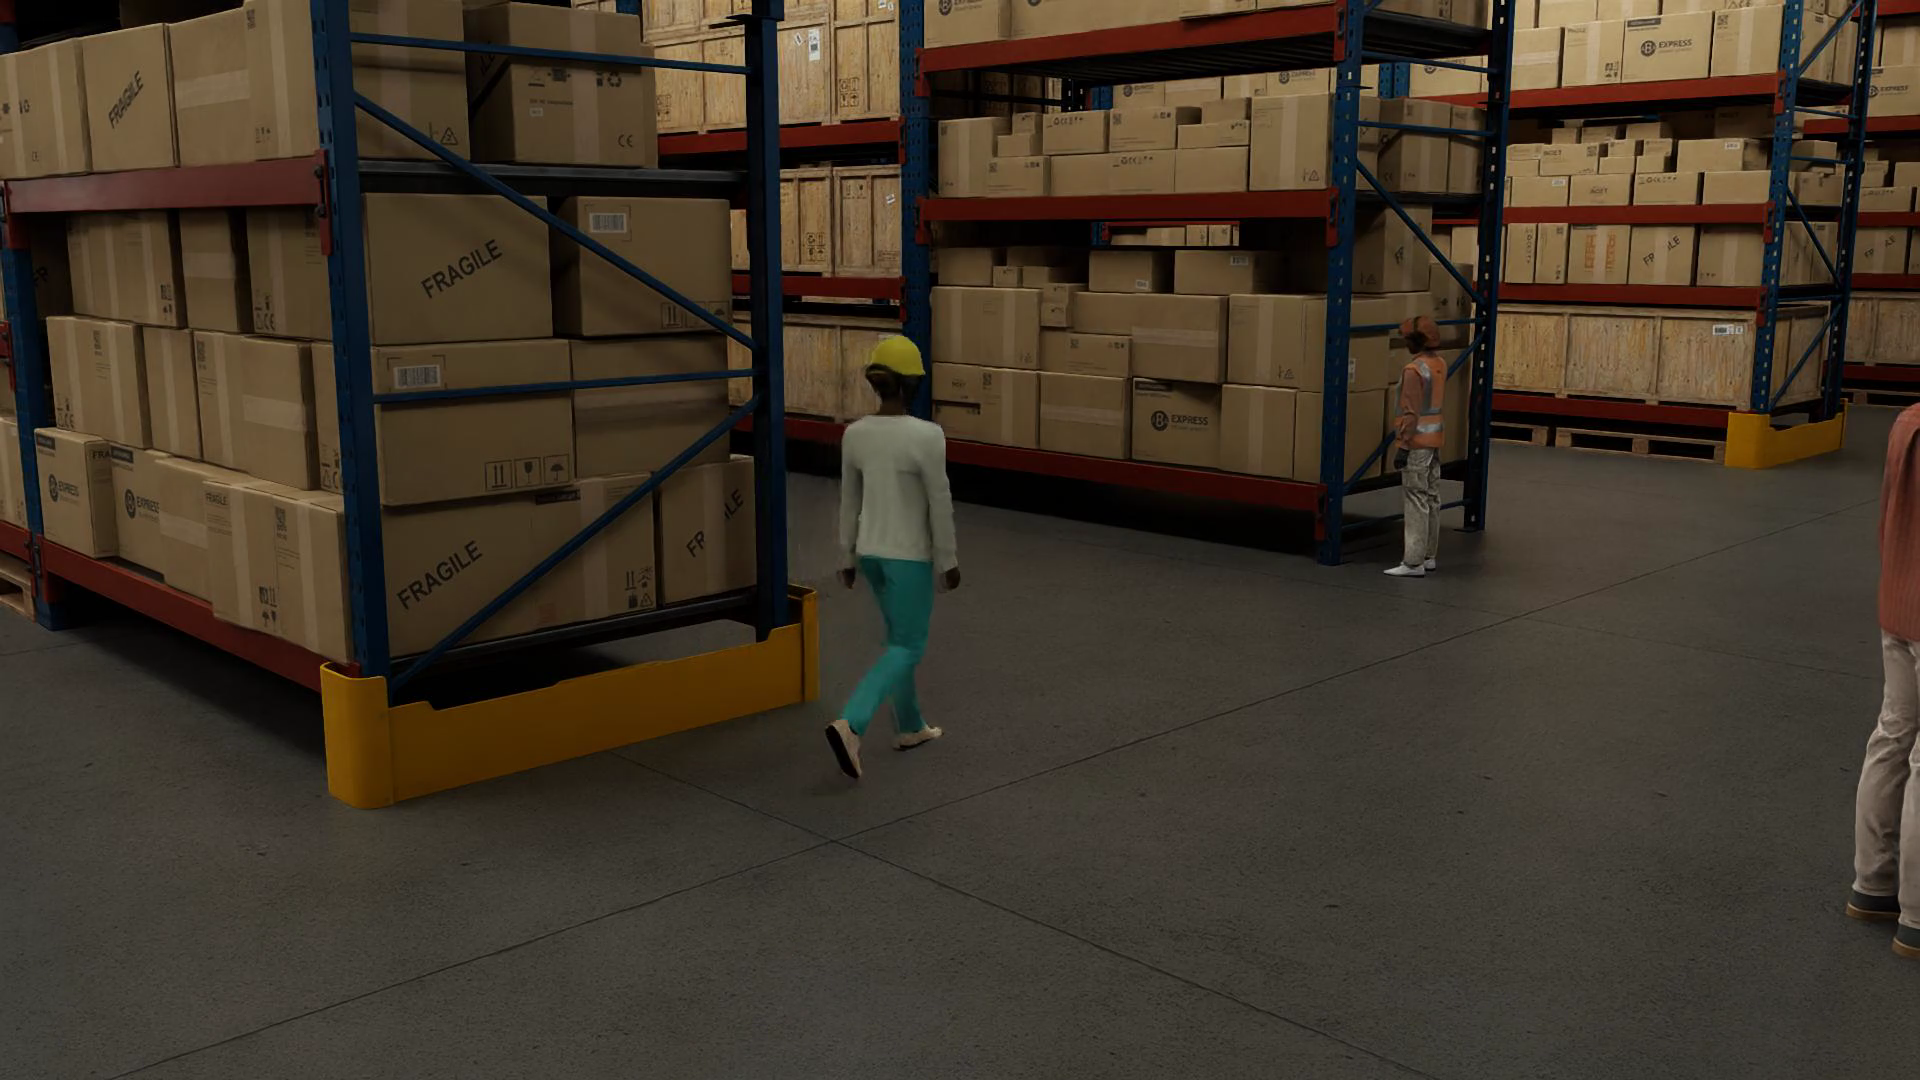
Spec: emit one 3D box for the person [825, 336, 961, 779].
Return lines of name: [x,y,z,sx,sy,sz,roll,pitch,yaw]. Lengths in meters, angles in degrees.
person: [-0.299,0.057,6.649,0.525,1.739,0.743,9,14,42]

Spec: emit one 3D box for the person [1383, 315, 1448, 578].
person: [2.875,-0.581,10.413,0.308,1.639,0.510,7,13,35]

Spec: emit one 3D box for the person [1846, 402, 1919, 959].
person: [2.935,0.244,4.938,0.379,1.996,0.609,1,10,5]

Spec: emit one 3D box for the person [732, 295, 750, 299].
person: [-2.904,-2.791,21.763,0.945,1.909,0.552,8,13,38]
